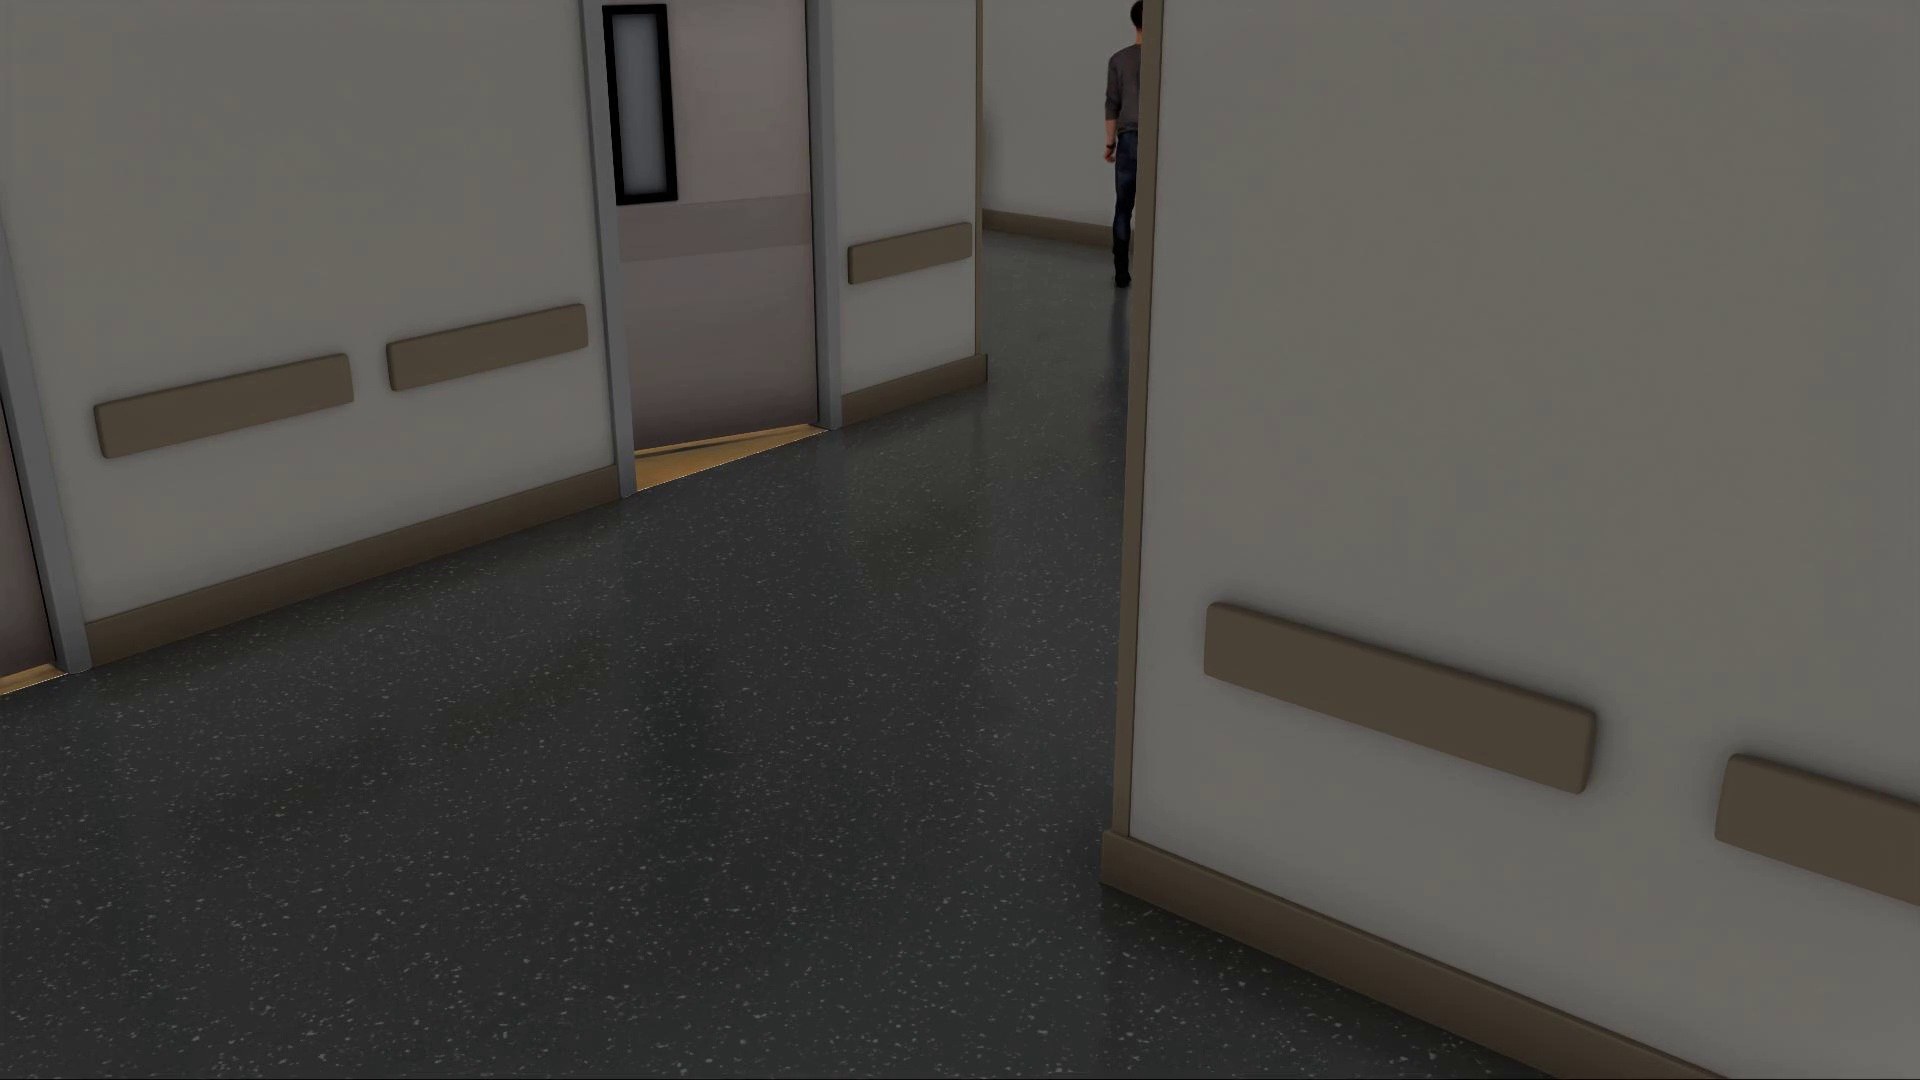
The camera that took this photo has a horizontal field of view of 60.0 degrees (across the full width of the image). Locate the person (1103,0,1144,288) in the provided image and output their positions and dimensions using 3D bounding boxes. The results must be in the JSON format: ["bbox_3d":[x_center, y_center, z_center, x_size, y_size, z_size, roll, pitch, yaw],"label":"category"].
[{"bbox_3d":[1.239,-2.672,11.279,0.761,1.902,0.698,8,22,20],"label":"person"}]
